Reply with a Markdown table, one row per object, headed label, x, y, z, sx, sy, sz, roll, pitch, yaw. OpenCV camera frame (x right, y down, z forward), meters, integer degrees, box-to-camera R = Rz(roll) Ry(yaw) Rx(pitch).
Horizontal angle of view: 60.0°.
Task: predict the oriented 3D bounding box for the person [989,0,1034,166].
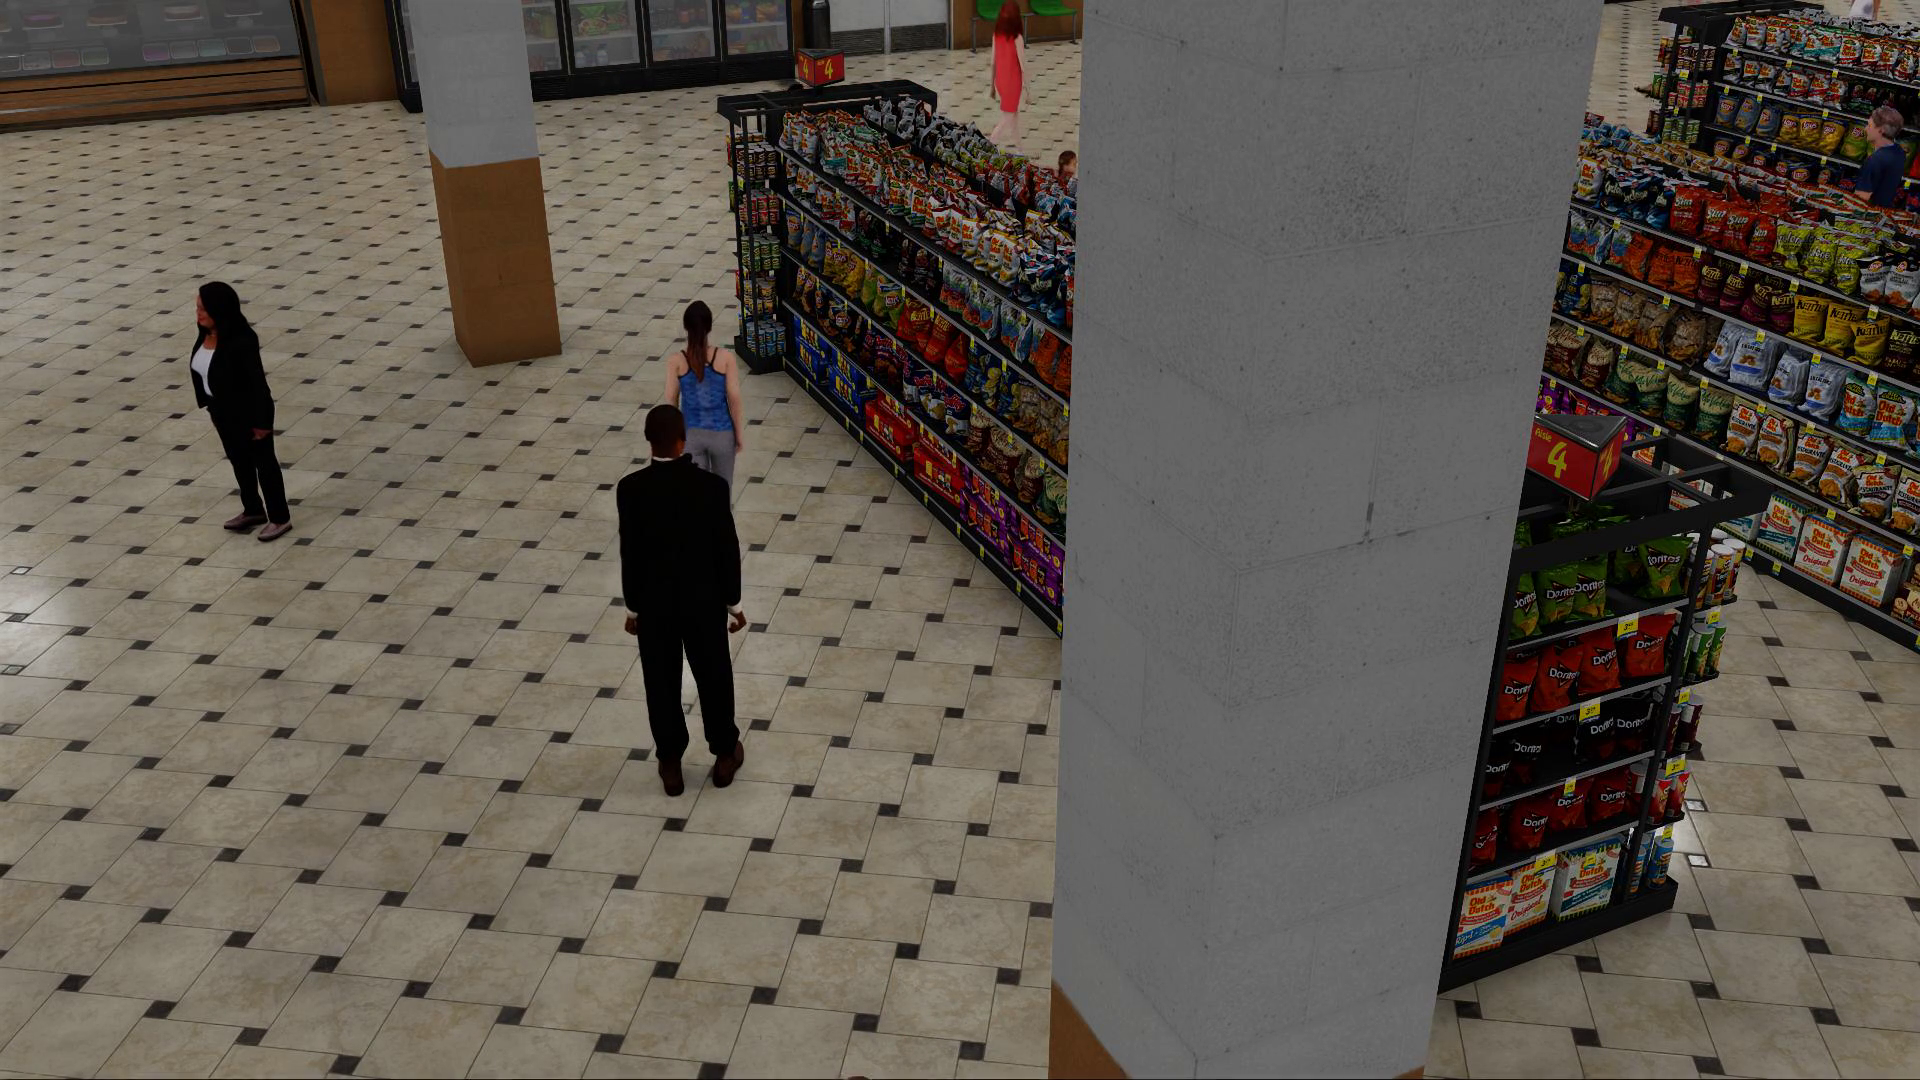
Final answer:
| label | x | y | z | sx | sy | sz | roll | pitch | yaw |
| --- | --- | --- | --- | --- | --- | --- | --- | --- | --- |
| person | 0.448 | -4.720 | 17.572 | 0.908 | 1.786 | 1.158 | -22 | 34 | -36 |

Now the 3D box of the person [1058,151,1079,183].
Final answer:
| label | x | y | z | sx | sy | sz | roll | pitch | yaw |
| --- | --- | --- | --- | --- | --- | --- | --- | --- | --- |
| person | 0.944 | -3.024 | 15.076 | 0.656 | 1.018 | 0.606 | 7 | 28 | 14 |

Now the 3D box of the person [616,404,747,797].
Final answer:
| label | x | y | z | sx | sy | sz | roll | pitch | yaw |
| --- | --- | --- | --- | --- | --- | --- | --- | --- | --- |
| person | -1.273 | 0.280 | 7.582 | 0.776 | 1.904 | 0.715 | -4 | 27 | -7 |

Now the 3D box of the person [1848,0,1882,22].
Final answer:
| label | x | y | z | sx | sy | sz | roll | pitch | yaw |
| --- | --- | --- | --- | --- | --- | --- | --- | --- | --- |
| person | 11.915 | -6.920 | 21.951 | 0.615 | 1.749 | 0.434 | -12 | 29 | -22 |

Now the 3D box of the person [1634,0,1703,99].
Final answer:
| label | x | y | z | sx | sy | sz | roll | pitch | yaw |
| --- | --- | --- | --- | --- | --- | --- | --- | --- | --- |
| person | 9.160 | -6.255 | 20.603 | 1.103 | 1.782 | 1.076 | 8 | 28 | 16 |

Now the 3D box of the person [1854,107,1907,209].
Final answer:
| label | x | y | z | sx | sy | sz | roll | pitch | yaw |
| --- | --- | --- | --- | --- | --- | --- | --- | --- | --- |
| person | 7.162 | -2.396 | 12.932 | 0.908 | 1.837 | 1.107 | -24 | 36 | -39 |

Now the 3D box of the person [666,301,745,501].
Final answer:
| label | x | y | z | sx | sy | sz | roll | pitch | yaw |
| --- | --- | --- | --- | --- | --- | --- | --- | --- | --- |
| person | -1.465 | -0.553 | 9.591 | 0.757 | 1.573 | 1.070 | -4 | 27 | -8 |

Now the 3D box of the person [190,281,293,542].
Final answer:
| label | x | y | z | sx | sy | sz | roll | pitch | yaw |
| --- | --- | --- | --- | --- | --- | --- | --- | --- | --- |
| person | -4.320 | -0.782 | 9.994 | 0.740 | 1.616 | 0.825 | 15 | 31 | 27 |
